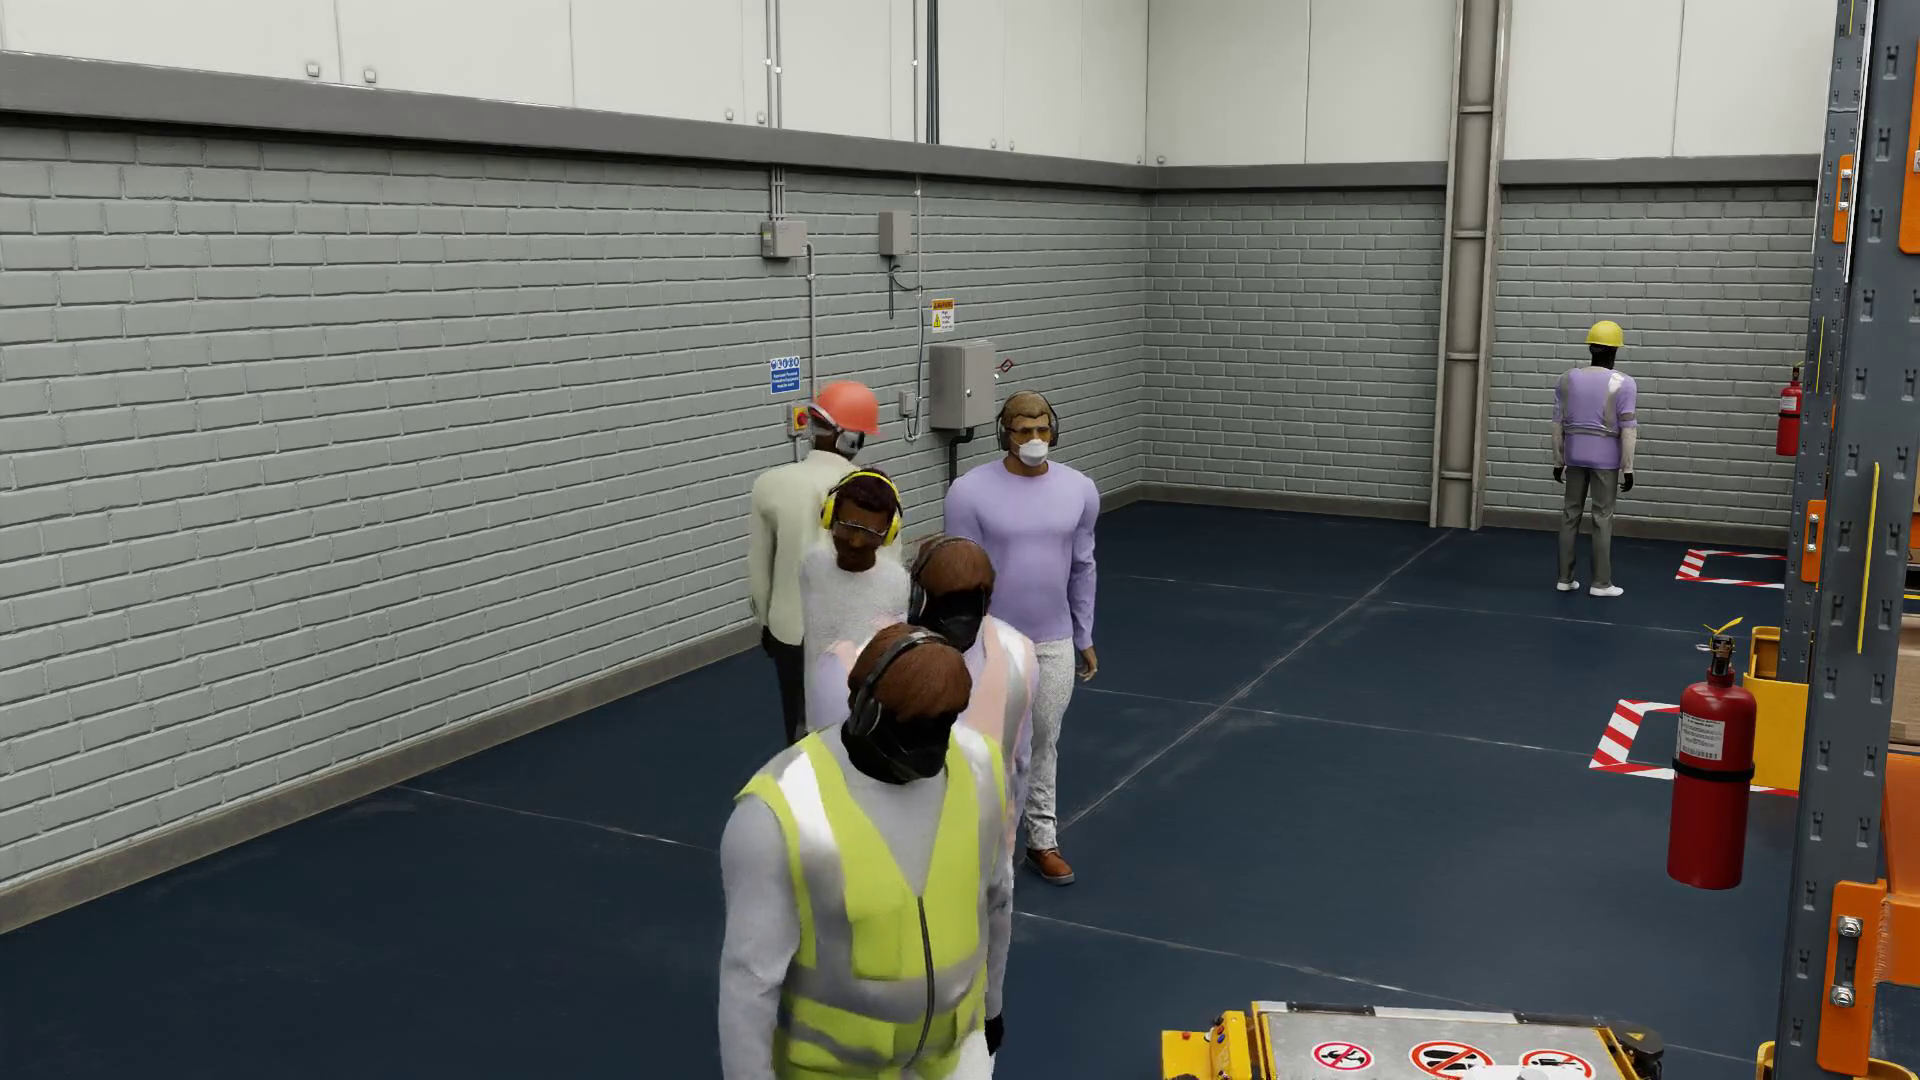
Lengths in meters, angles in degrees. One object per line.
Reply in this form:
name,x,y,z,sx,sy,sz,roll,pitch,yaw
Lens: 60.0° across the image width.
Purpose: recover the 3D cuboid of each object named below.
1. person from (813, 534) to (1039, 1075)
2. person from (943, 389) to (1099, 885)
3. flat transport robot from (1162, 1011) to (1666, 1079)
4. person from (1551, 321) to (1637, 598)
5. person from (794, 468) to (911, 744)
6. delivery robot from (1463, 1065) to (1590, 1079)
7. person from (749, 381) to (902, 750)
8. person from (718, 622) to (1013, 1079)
person,-0.127,0.814,4.564,0.647,1.783,0.999,-3,11,-16
person,0.243,0.389,6.403,0.627,1.940,0.377,-3,11,-18
flat transport robot,1.289,1.544,4.653,1.431,0.197,0.652,1,10,6
person,4.429,-0.562,11.615,0.371,1.925,0.595,-9,14,-42
person,-0.387,0.663,5.242,0.602,1.813,0.793,6,12,29
delivery robot,1.420,1.494,3.895,0.477,0.478,0.707,0,10,1
person,-0.530,0.337,6.674,0.607,1.952,0.733,0,10,-2
person,-0.131,1.034,3.299,0.684,1.783,0.930,-6,12,-28
